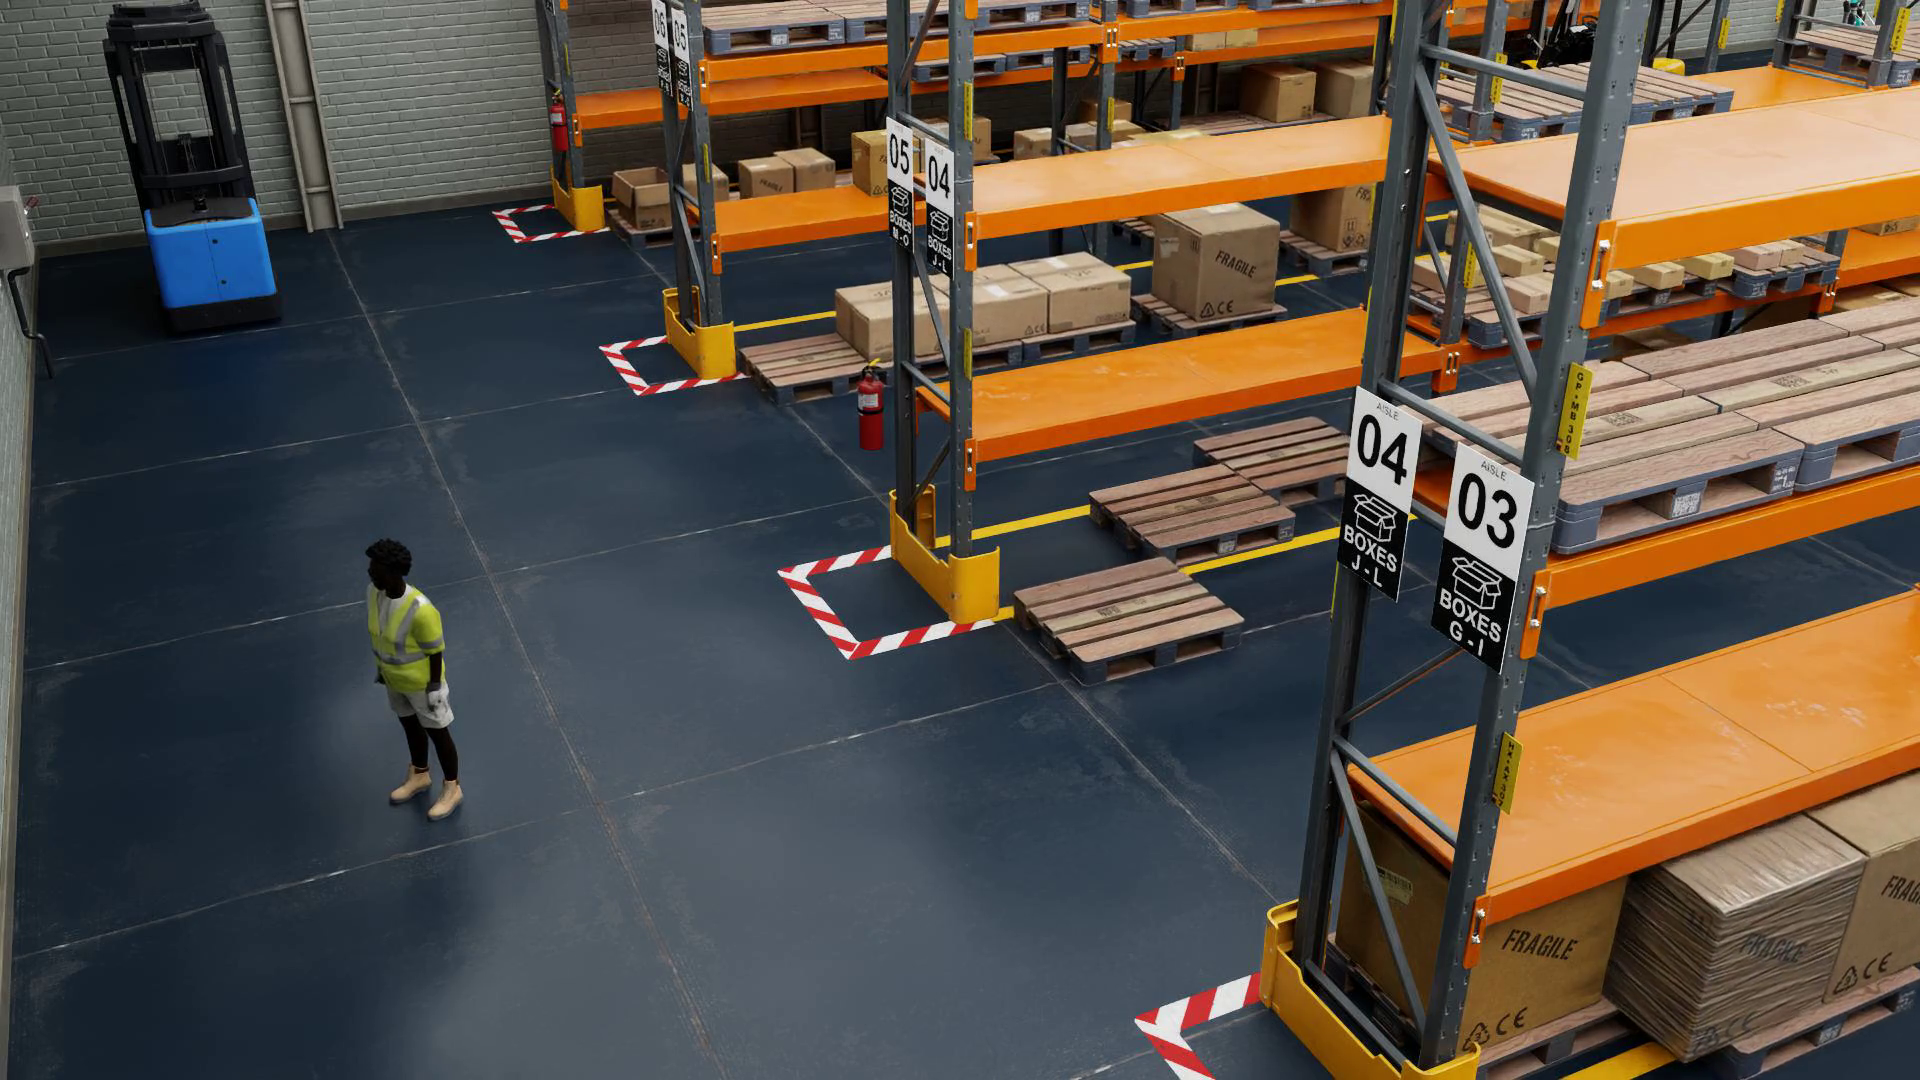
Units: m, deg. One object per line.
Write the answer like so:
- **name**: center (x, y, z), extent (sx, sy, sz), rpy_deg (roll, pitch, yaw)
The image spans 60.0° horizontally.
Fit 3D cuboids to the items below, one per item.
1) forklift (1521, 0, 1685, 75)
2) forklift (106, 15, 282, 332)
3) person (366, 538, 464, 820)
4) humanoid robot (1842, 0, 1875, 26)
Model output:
- **forklift**: center (8.950, -6.807, 23.056), extent (1.214, 2.155, 2.313), rpy_deg (-12, 30, -22)
- **forklift**: center (-7.548, -3.672, 16.323), extent (1.129, 2.768, 1.873), rpy_deg (-12, 30, -22)
- **person**: center (-3.009, 0.752, 9.108), extent (0.530, 1.697, 0.322), rpy_deg (18, 33, 31)
- **humanoid robot**: center (14.037, -8.069, 25.820), extent (0.531, 1.673, 0.739), rpy_deg (-19, 33, -33)
